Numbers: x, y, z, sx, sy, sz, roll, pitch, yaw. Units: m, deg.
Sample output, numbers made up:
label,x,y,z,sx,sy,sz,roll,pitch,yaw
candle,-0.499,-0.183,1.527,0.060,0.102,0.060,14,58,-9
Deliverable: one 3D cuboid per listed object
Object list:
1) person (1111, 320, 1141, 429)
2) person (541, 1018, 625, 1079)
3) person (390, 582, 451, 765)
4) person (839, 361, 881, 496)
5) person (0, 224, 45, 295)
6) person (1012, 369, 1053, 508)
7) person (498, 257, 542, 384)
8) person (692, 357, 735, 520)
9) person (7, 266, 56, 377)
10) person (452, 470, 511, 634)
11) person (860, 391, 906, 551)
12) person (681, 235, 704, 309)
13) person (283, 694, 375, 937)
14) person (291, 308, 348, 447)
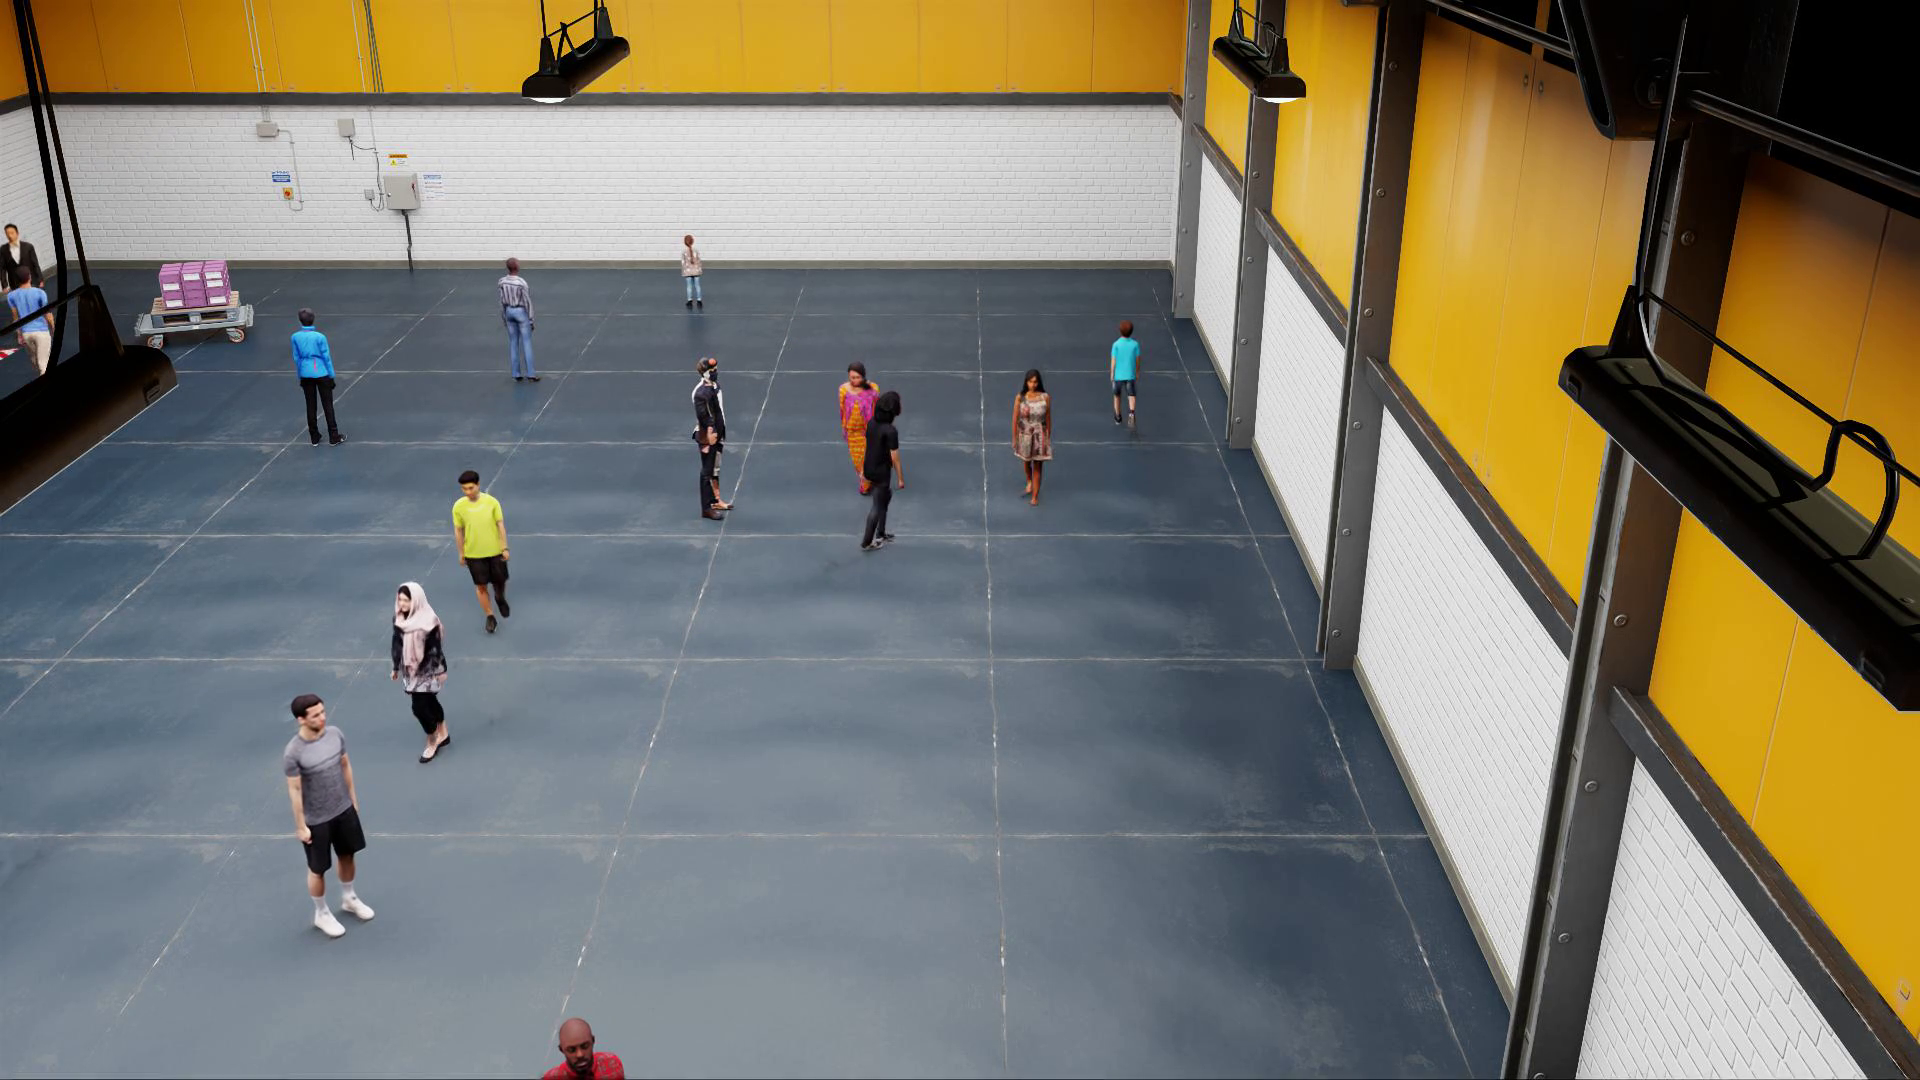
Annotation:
label,x,y,z,sx,sy,sz,roll,pitch,yaw
person,2.164,-2.152,21.734,0.546,1.437,0.814,-2,24,-4
person,-1.973,3.290,8.809,0.753,1.819,0.759,-13,27,-27
person,-4.518,1.061,14.157,0.776,1.620,0.829,14,27,29
person,-1.134,-1.361,19.659,0.721,1.650,0.793,1,24,1
person,-14.304,-3.931,25.404,0.992,1.758,1.258,-9,25,-19
person,0.852,-1.232,19.432,0.668,1.596,1.135,1,24,2
person,-6.229,-3.099,23.455,0.678,1.794,0.643,7,24,15
person,-2.848,-1.183,18.951,0.782,1.892,0.601,5,24,11
person,-12.616,-2.766,22.649,0.726,1.830,1.124,-3,24,-6
person,-4.688,0.068,16.340,0.741,1.691,0.805,-7,25,-16
person,-0.951,-0.710,17.986,0.892,1.797,0.827,-18,29,-35
person,-4.378,-4.388,27.155,0.528,1.192,0.530,-6,24,-13
person,-4.544,1.925,11.873,0.798,1.866,0.698,16,28,32
person,-8.187,-2.070,21.101,0.611,1.794,0.521,1,24,2
